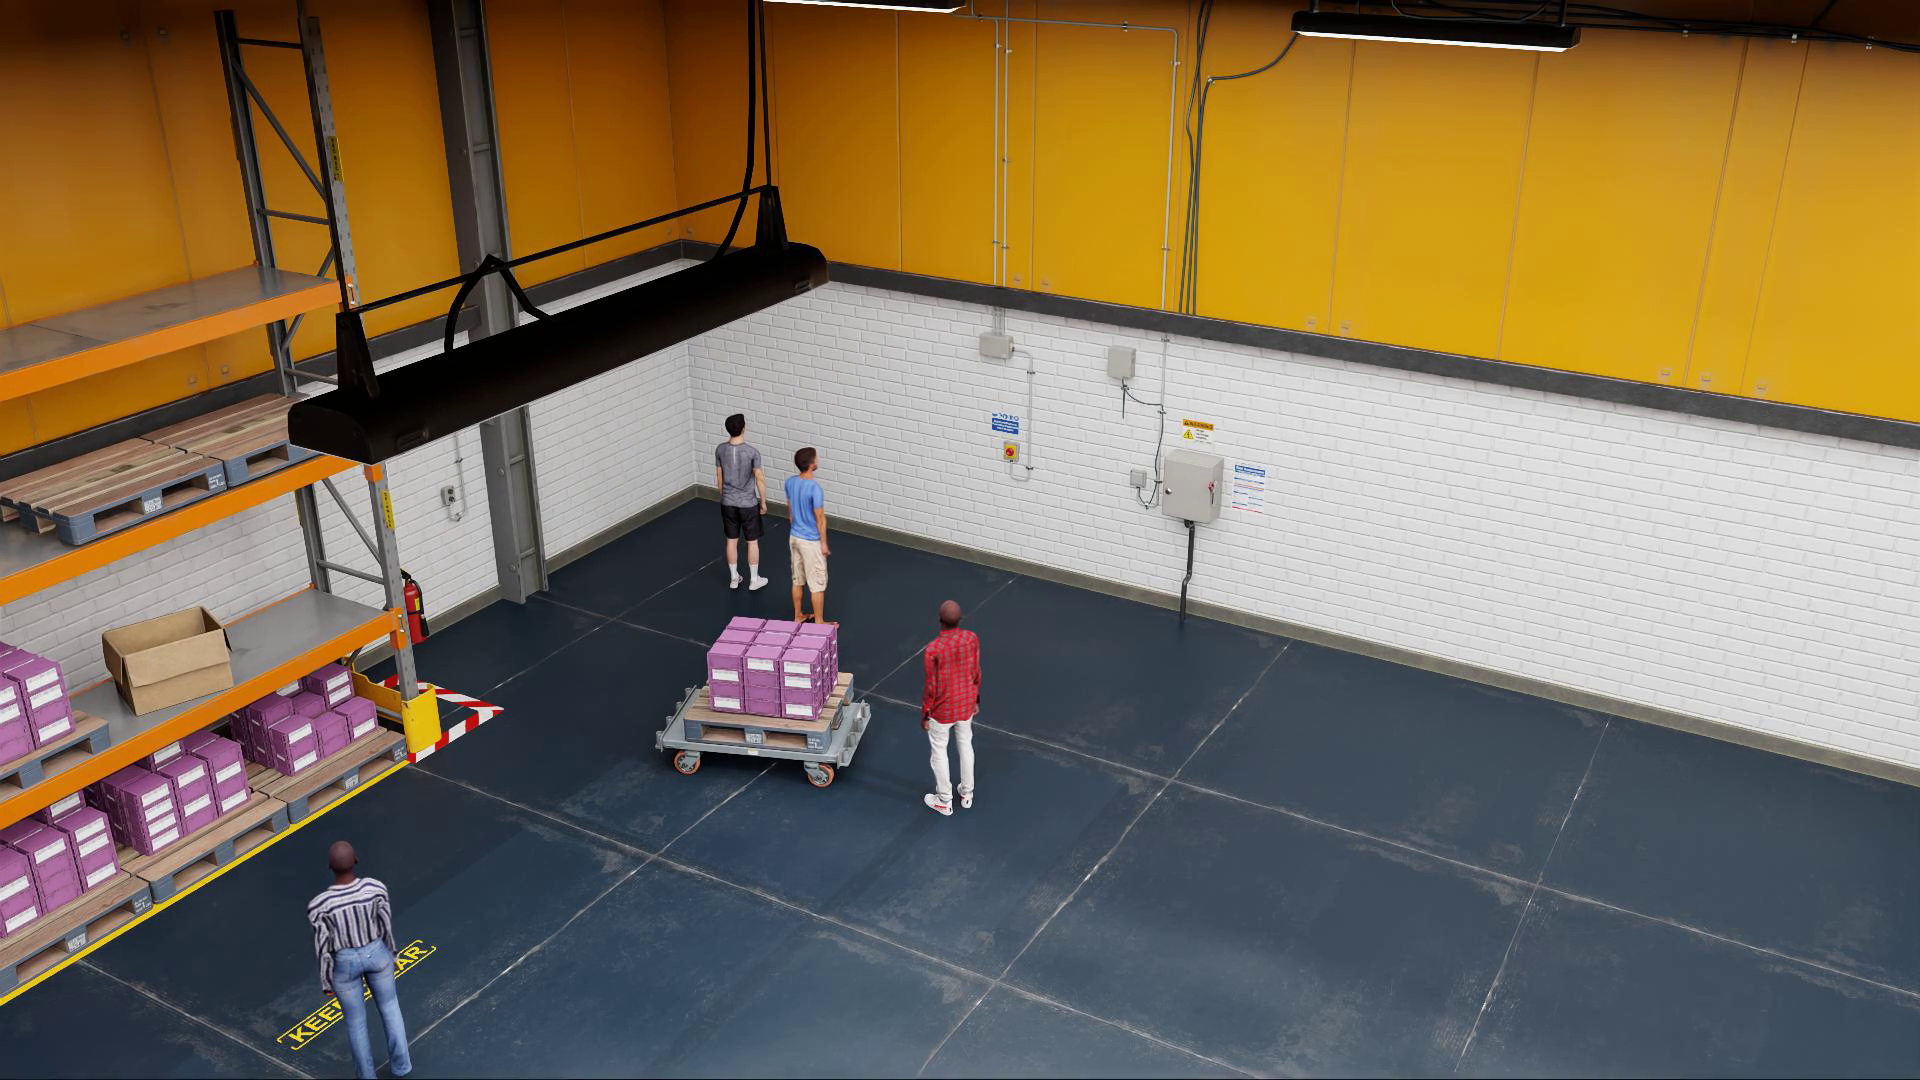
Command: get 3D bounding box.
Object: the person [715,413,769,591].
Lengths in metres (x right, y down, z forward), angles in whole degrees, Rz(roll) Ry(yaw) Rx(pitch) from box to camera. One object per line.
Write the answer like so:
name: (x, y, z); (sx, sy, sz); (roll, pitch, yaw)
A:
person: (-2.239, -0.390, 16.873); (0.709, 1.871, 0.629); (6, 24, 14)

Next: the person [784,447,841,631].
person: (-1.472, -0.005, 16.001); (0.708, 1.863, 0.654); (20, 31, 39)

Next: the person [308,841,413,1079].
person: (-3.638, 2.605, 10.116); (0.615, 1.796, 0.756); (-16, 28, -32)

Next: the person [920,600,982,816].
person: (-0.071, 1.297, 13.079); (0.695, 1.819, 0.814); (-12, 26, -26)
